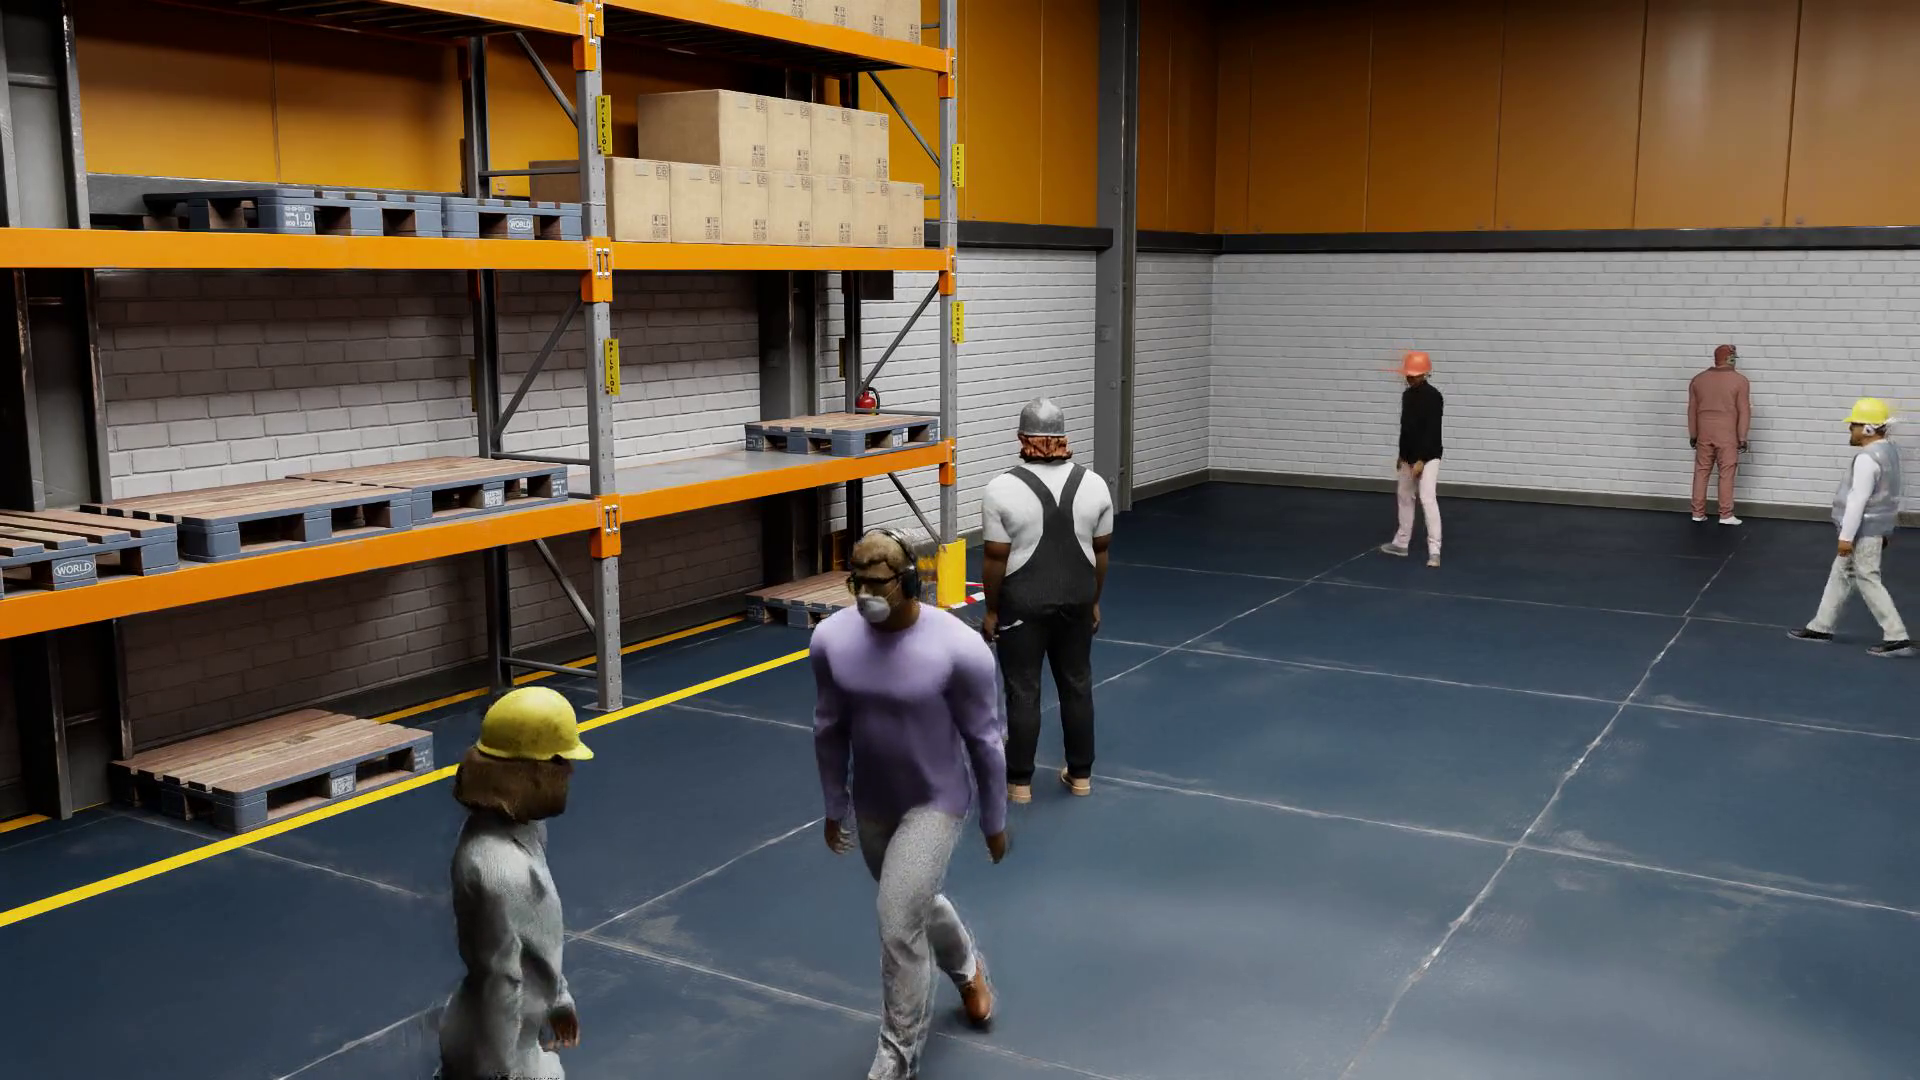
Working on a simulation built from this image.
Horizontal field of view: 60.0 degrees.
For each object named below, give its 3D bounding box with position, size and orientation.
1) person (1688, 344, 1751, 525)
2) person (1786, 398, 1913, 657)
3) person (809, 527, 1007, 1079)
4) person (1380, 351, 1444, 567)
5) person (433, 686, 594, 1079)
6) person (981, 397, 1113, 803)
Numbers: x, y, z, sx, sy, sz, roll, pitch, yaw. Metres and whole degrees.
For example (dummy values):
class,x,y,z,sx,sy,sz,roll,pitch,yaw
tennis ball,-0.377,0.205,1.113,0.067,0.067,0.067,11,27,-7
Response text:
class,x,y,z,sx,sy,sz,roll,pitch,yaw
person,8.032,-1.111,17.585,0.399,1.905,0.643,-7,12,-38
person,6.310,-0.100,11.633,0.844,1.796,0.609,8,12,40
person,-0.122,0.848,5.484,0.640,1.882,0.984,5,11,30
person,4.168,-0.767,15.323,0.423,1.958,0.893,-3,9,-16
person,-0.975,1.178,3.882,0.761,1.702,0.514,-4,10,-21
person,0.395,0.294,8.384,0.682,2.000,0.536,-3,10,-19
